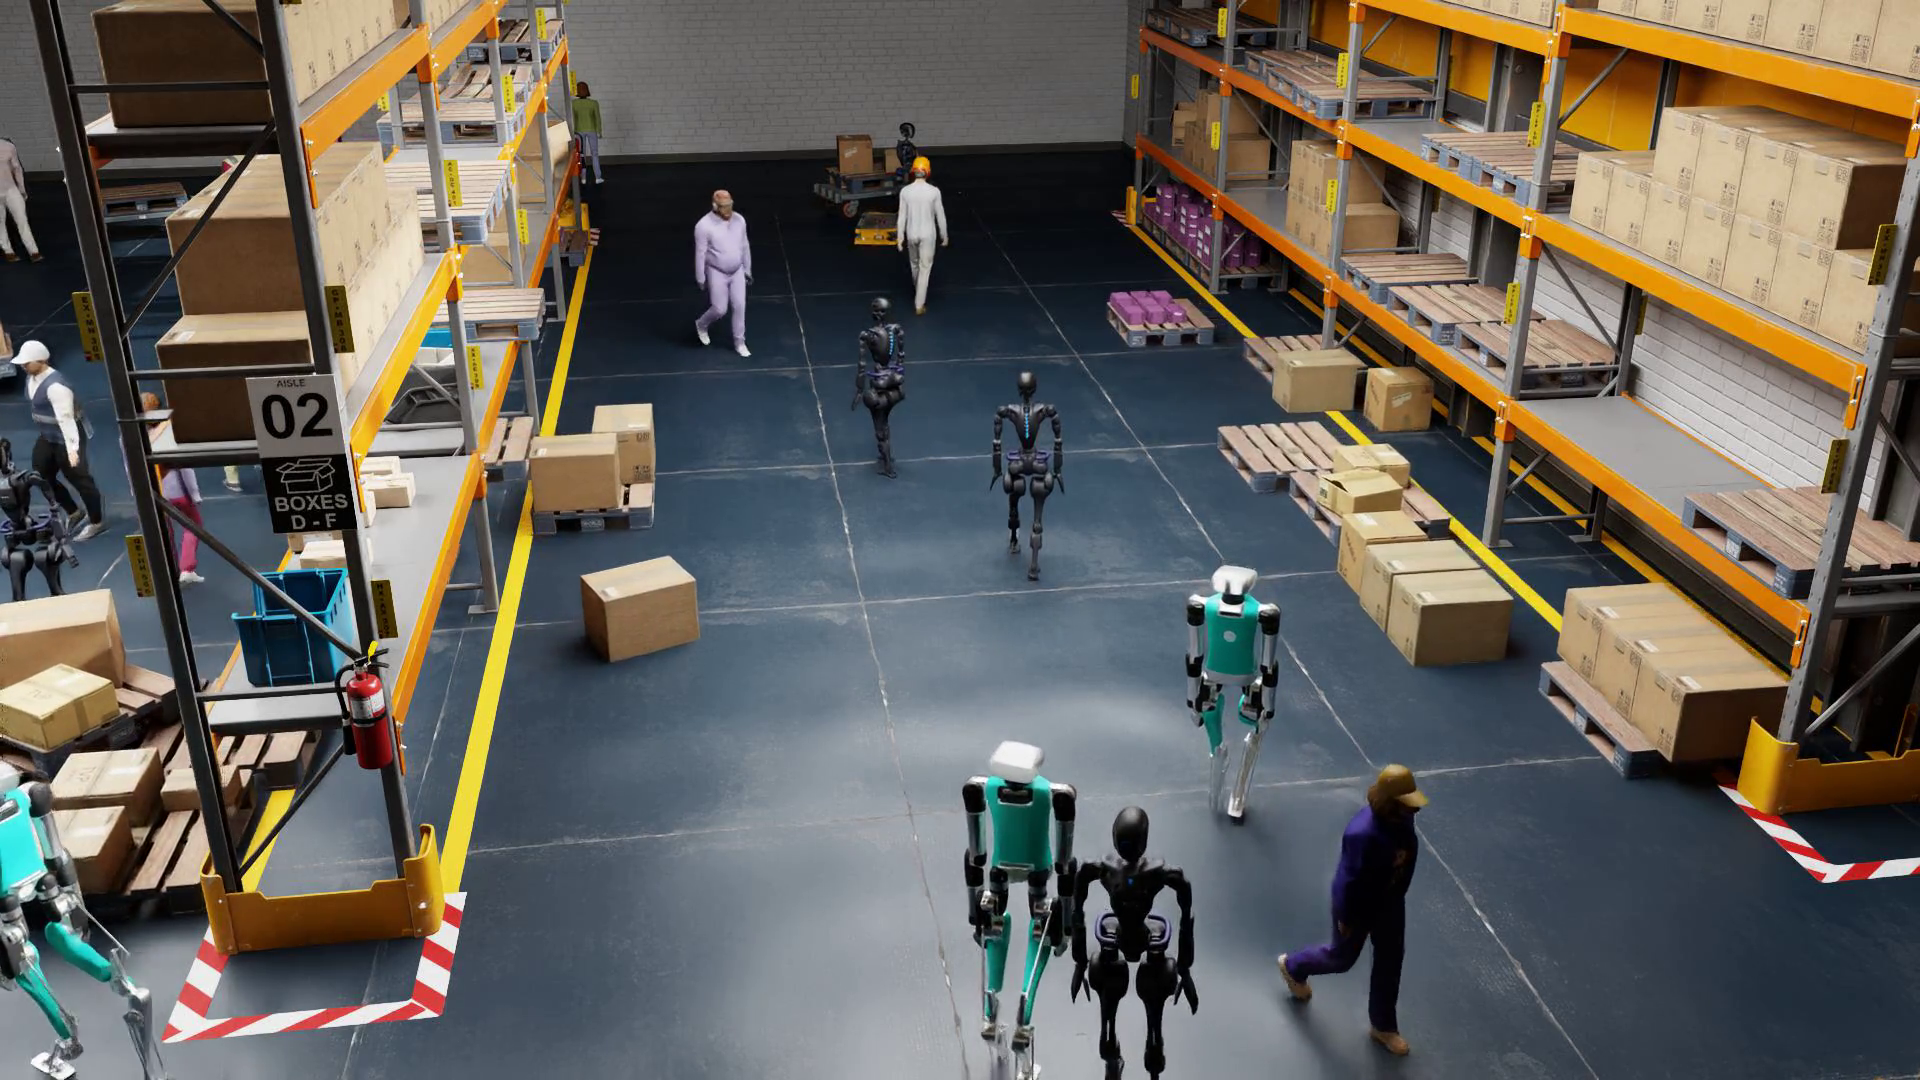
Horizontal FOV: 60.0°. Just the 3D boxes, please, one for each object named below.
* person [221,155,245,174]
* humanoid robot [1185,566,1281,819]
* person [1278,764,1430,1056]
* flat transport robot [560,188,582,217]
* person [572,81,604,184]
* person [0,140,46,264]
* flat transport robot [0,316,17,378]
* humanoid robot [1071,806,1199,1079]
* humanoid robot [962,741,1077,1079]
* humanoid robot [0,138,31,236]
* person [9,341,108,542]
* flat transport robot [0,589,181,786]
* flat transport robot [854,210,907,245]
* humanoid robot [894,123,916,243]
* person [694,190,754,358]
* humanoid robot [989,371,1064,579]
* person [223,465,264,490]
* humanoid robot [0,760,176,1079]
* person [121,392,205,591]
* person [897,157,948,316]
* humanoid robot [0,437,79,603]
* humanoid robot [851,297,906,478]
[{"bbox_3d":[-9.384,-4.421,21.795,0.429,1.844,0.624,6,24,13],"label":"person"},{"bbox_3d":[1.624,0.935,9.837,0.538,1.879,0.772,8,25,17],"label":"humanoid robot"},{"bbox_3d":[1.926,1.718,8.111,0.461,1.594,0.687,-16,29,-33],"label":"person"},{"bbox_3d":[-6.460,-5.002,25.073,1.431,0.231,0.659,0,24,1],"label":"flat transport robot"},{"bbox_3d":[-6.074,-6.619,27.055,0.506,1.632,0.282,-2,24,-5],"label":"person"},{"bbox_3d":[-12.683,-4.595,22.120,0.964,1.895,0.650,19,30,37],"label":"person"},{"bbox_3d":[-10.575,-1.663,17.466,0.659,0.231,1.431,-13,27,-27],"label":"flat transport robot"},{"bbox_3d":[0.803,1.913,7.575,0.596,1.648,0.389,4,24,9],"label":"humanoid robot"},{"bbox_3d":[0.227,1.869,7.633,0.556,1.819,0.741,6,24,13],"label":"humanoid robot"},{"bbox_3d":[-13.568,-5.129,23.609,0.610,1.650,0.305,-11,26,-23],"label":"humanoid robot"},{"bbox_3d":[-7.395,-0.802,13.671,0.767,1.742,0.494,13,27,27],"label":"person"},{"bbox_3d":[-5.806,1.301,10.714,0.659,0.231,1.431,12,26,26],"label":"flat transport robot"},{"bbox_3d":[-1.121,-4.476,23.875,0.659,0.231,1.431,1,24,2],"label":"flat transport robot"},{"bbox_3d":[-0.760,-5.030,23.380,0.330,1.652,0.601,1,24,2],"label":"humanoid robot"},{"bbox_3d":[-2.647,-2.974,18.450,0.675,1.880,0.631,-19,30,-37],"label":"person"},{"bbox_3d":[0.535,-0.566,13.256,0.600,1.625,0.759,1,24,2],"label":"humanoid robot"},{"bbox_3d":[-6.489,-1.256,14.716,0.460,1.735,0.566,20,30,38],"label":"person"},{"bbox_3d":[-4.044,1.894,7.598,1.030,1.761,0.538,12,26,25],"label":"humanoid robot"},{"bbox_3d":[-6.106,-0.363,12.815,0.514,1.623,0.344,-1,24,-3],"label":"person"},{"bbox_3d":[-0.445,-3.723,20.208,0.565,1.841,0.995,6,24,13],"label":"person"},{"bbox_3d":[-6.634,0.046,11.860,0.608,1.642,0.612,-4,24,-8],"label":"humanoid robot"},{"bbox_3d":[-0.728,-1.393,15.111,0.449,1.646,0.590,22,32,40],"label":"humanoid robot"}]
